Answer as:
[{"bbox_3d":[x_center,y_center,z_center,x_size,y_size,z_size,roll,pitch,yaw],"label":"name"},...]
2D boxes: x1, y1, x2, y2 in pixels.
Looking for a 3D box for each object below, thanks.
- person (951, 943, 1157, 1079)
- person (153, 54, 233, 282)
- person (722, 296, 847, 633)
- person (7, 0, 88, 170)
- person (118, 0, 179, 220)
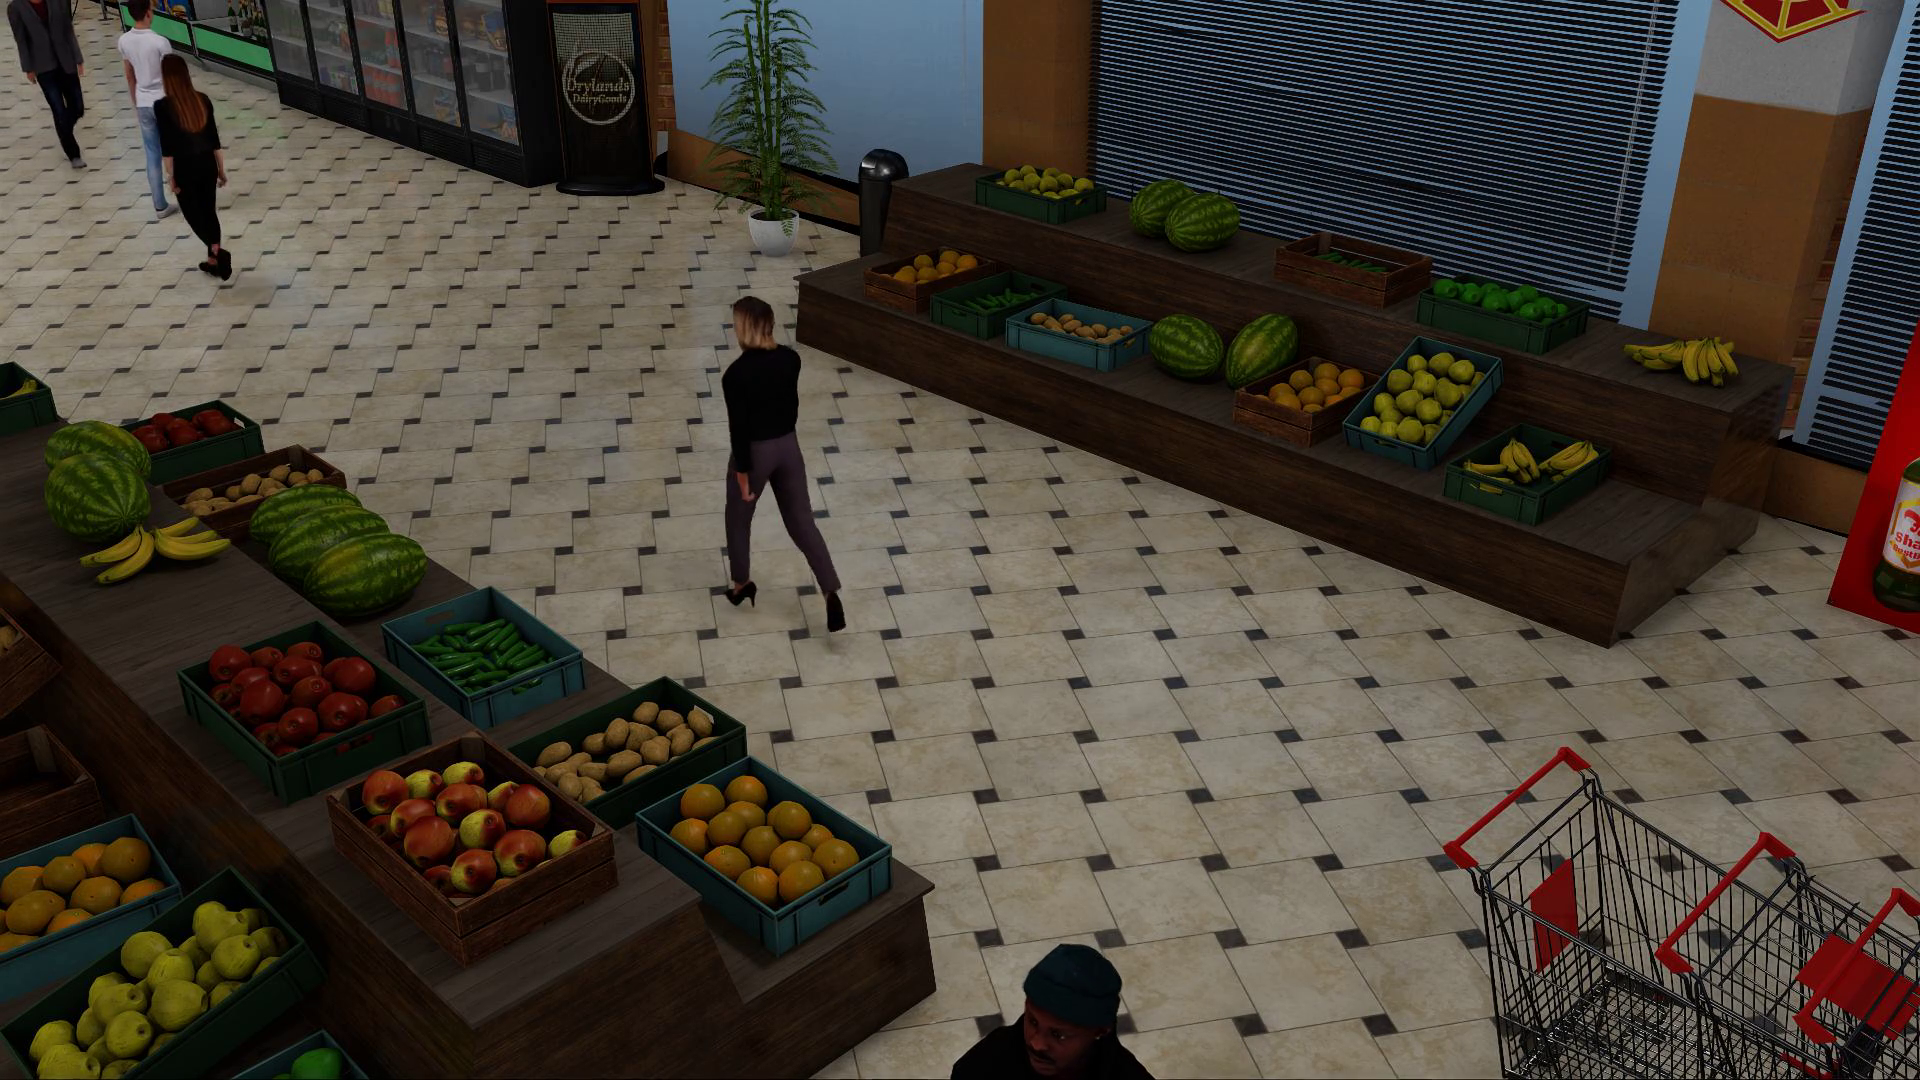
[{"bbox_3d":[0.223,1.620,3.740,0.665,1.817,0.813,9,28,18],"label":"person"},{"bbox_3d":[-5.726,-2.766,12.520,0.935,1.697,0.597,24,35,39],"label":"person"},{"bbox_3d":[-0.826,-0.302,7.730,0.634,1.635,1.033,-21,34,-36],"label":"person"},{"bbox_3d":[-8.571,-4.462,15.702,0.688,1.845,1.089,-24,35,-39],"label":"person"},{"bbox_3d":[-6.809,-3.657,14.110,0.670,1.848,0.776,5,27,11],"label":"person"}]
